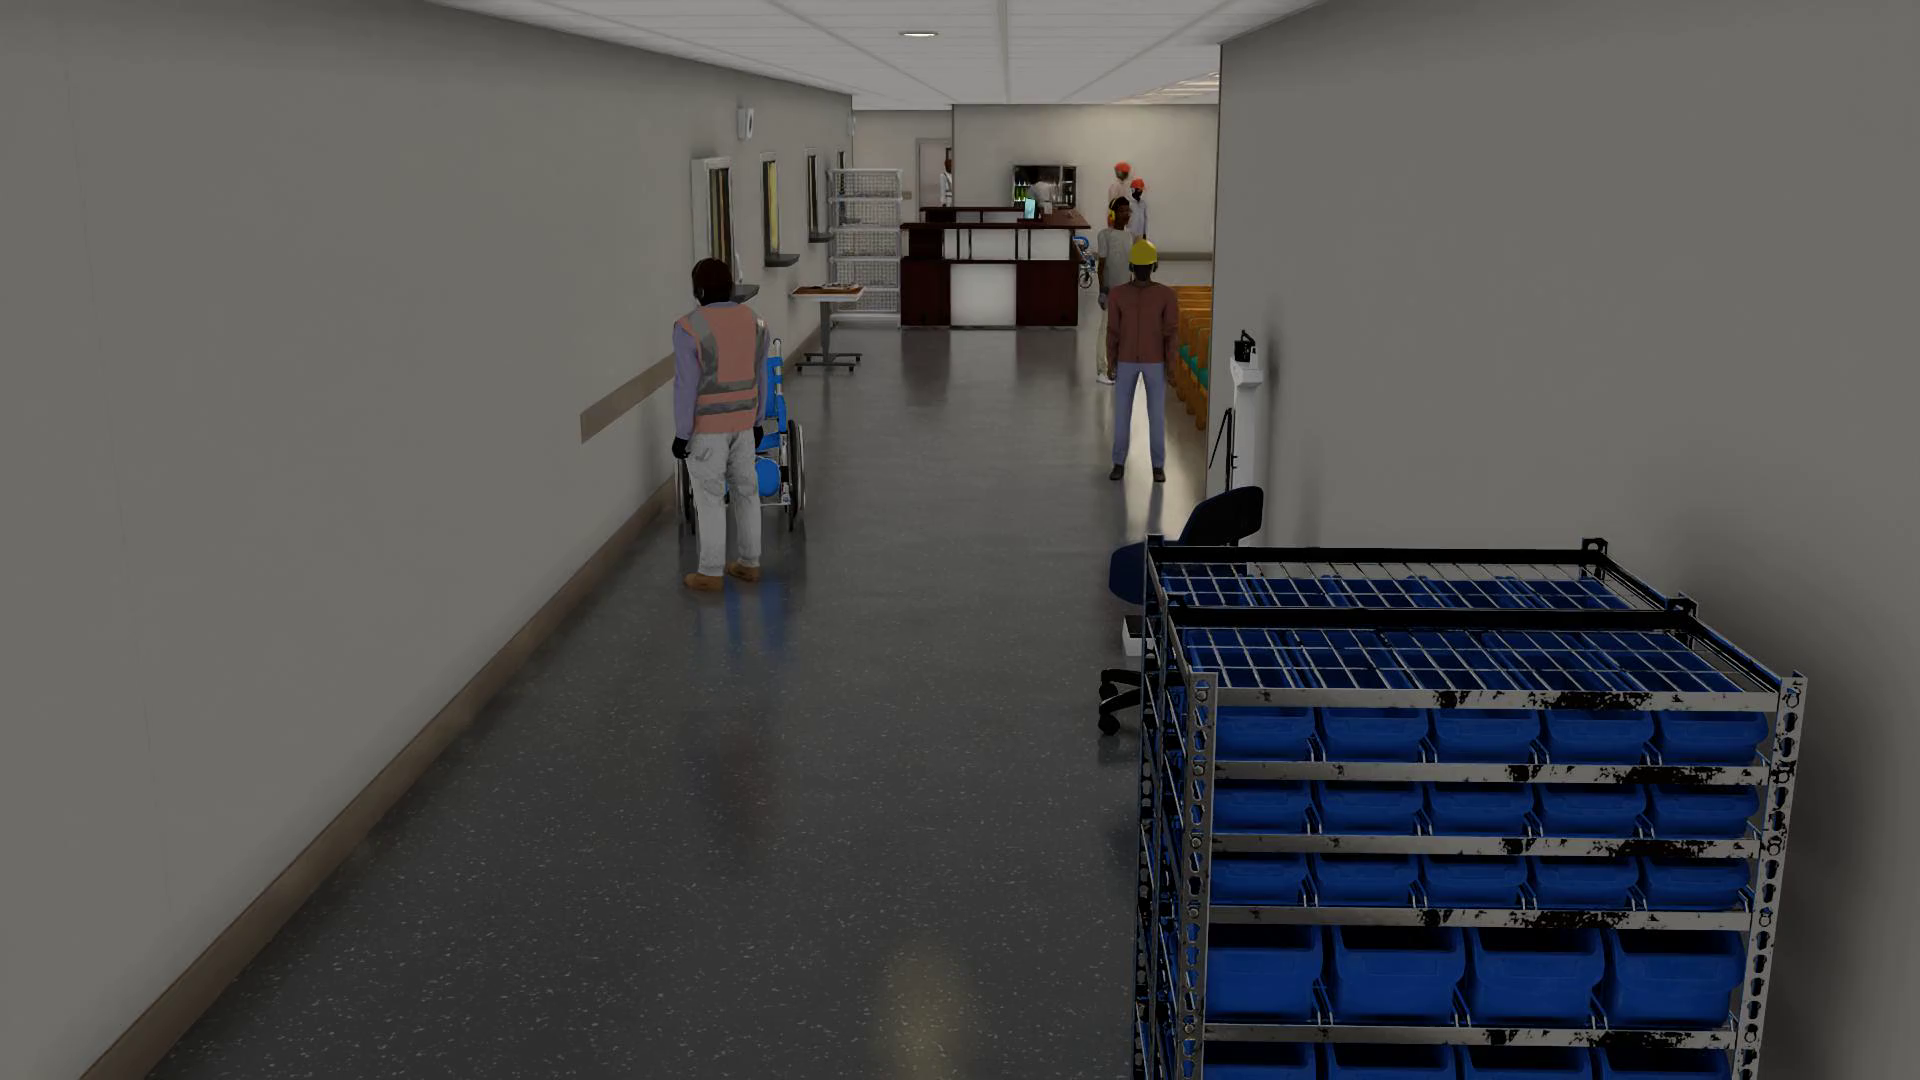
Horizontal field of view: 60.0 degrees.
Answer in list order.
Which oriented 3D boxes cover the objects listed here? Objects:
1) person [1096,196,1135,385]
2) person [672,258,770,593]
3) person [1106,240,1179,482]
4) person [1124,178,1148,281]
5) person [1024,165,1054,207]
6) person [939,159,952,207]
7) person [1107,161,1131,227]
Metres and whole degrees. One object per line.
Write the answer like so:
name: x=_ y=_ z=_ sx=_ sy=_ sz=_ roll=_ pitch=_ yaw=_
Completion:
person: x=1.590 y=-2.513 z=16.780 sx=0.520 sy=1.874 sz=0.332 roll=-11 pitch=18 yaw=-38
person: x=-1.342 y=-0.633 z=9.210 sx=0.429 sy=1.840 sz=0.636 roll=13 pitch=19 yaw=41
person: x=1.310 y=-1.286 z=12.038 sx=0.522 sy=1.758 sz=0.349 roll=3 pitch=14 yaw=12
person: x=2.915 y=-5.135 z=27.678 sx=0.564 sy=1.743 sz=0.352 roll=-10 pitch=17 yaw=-34
person: x=1.471 y=-5.659 z=29.441 sx=0.764 sy=1.922 sz=0.451 roll=-12 pitch=19 yaw=-41
person: x=-0.253 y=-7.676 z=37.707 sx=0.356 sy=1.883 sz=0.573 roll=7 pitch=15 yaw=25
person: x=2.906 y=-5.956 z=30.548 sx=0.421 sy=1.989 sz=0.632 roll=6 pitch=15 yaw=22
